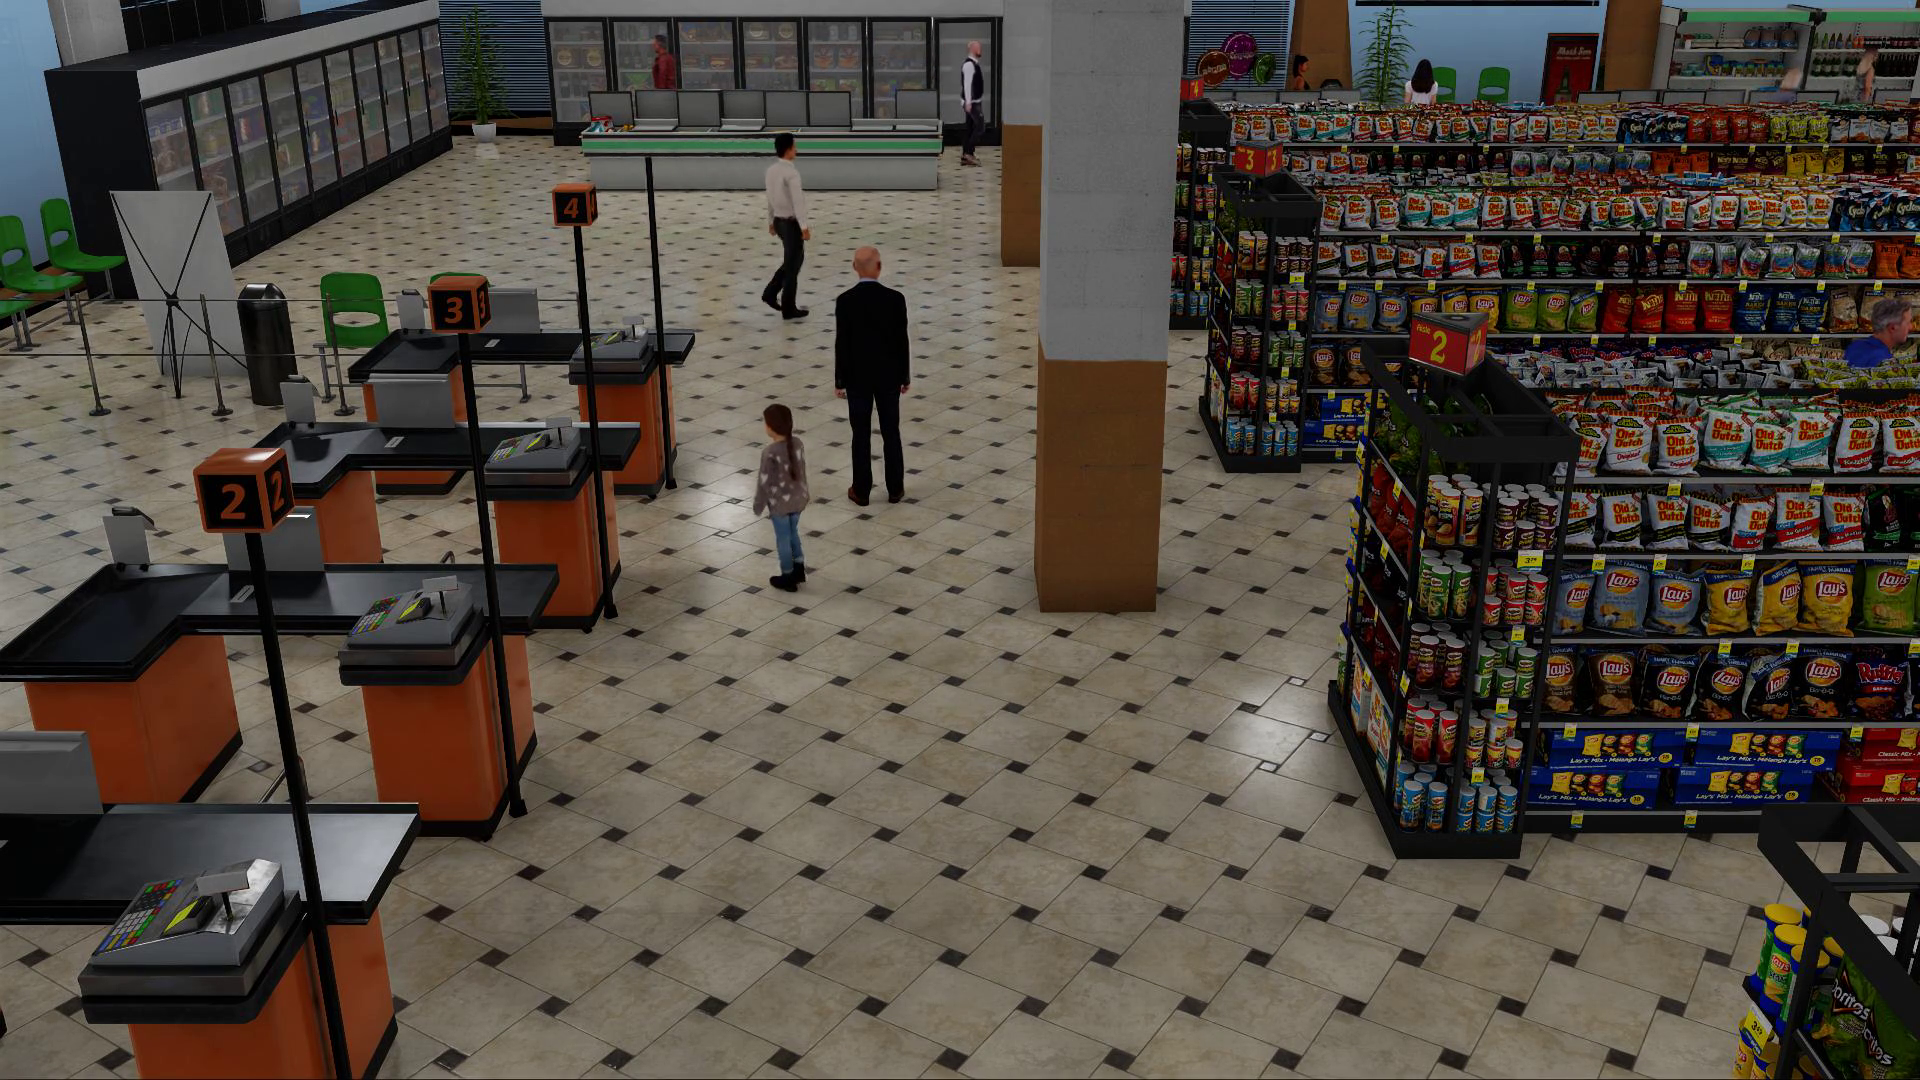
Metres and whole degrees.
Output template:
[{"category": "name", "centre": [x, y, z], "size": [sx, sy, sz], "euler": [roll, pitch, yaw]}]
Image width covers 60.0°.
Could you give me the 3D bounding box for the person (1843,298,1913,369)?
[{"category": "person", "centre": [5.365, -0.561, 9.992], "size": [0.655, 1.823, 0.772], "euler": [5, 22, 12]}]

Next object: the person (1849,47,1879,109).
[{"category": "person", "centre": [13.469, -6.550, 25.069], "size": [0.751, 1.694, 0.596], "euler": [-2, 22, -5]}]

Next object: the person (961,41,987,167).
[{"category": "person", "centre": [0.095, -6.460, 24.689], "size": [0.666, 1.810, 0.742], "euler": [2, 22, 6]}]

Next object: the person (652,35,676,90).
[{"category": "person", "centre": [-4.508, -6.805, 25.523], "size": [0.573, 1.829, 0.713], "euler": [2, 22, 6]}]

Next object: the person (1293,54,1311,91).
[{"category": "person", "centre": [4.958, -6.276, 24.427], "size": [0.528, 1.664, 0.590], "euler": [2, 22, 4]}]

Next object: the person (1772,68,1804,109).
[{"category": "person", "centre": [10.844, -5.412, 22.303], "size": [1.112, 1.645, 0.614], "euler": [-1, 22, -1]}]

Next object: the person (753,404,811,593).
[{"category": "person", "centre": [-1.025, -0.237, 10.035], "size": [0.575, 1.188, 0.636], "euler": [-20, 29, -41]}]

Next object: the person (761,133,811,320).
[{"category": "person", "centre": [-1.740, -3.012, 16.123], "size": [0.885, 1.799, 0.831], "euler": [-13, 25, -29]}]

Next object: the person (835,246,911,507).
[{"category": "person", "centre": [-0.599, -1.118, 11.412], "size": [0.563, 1.797, 0.768], "euler": [-4, 22, -9]}]

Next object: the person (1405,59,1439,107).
[{"category": "person", "centre": [6.480, -5.915, 23.501], "size": [0.516, 1.685, 0.700], "euler": [4, 22, 10]}]
